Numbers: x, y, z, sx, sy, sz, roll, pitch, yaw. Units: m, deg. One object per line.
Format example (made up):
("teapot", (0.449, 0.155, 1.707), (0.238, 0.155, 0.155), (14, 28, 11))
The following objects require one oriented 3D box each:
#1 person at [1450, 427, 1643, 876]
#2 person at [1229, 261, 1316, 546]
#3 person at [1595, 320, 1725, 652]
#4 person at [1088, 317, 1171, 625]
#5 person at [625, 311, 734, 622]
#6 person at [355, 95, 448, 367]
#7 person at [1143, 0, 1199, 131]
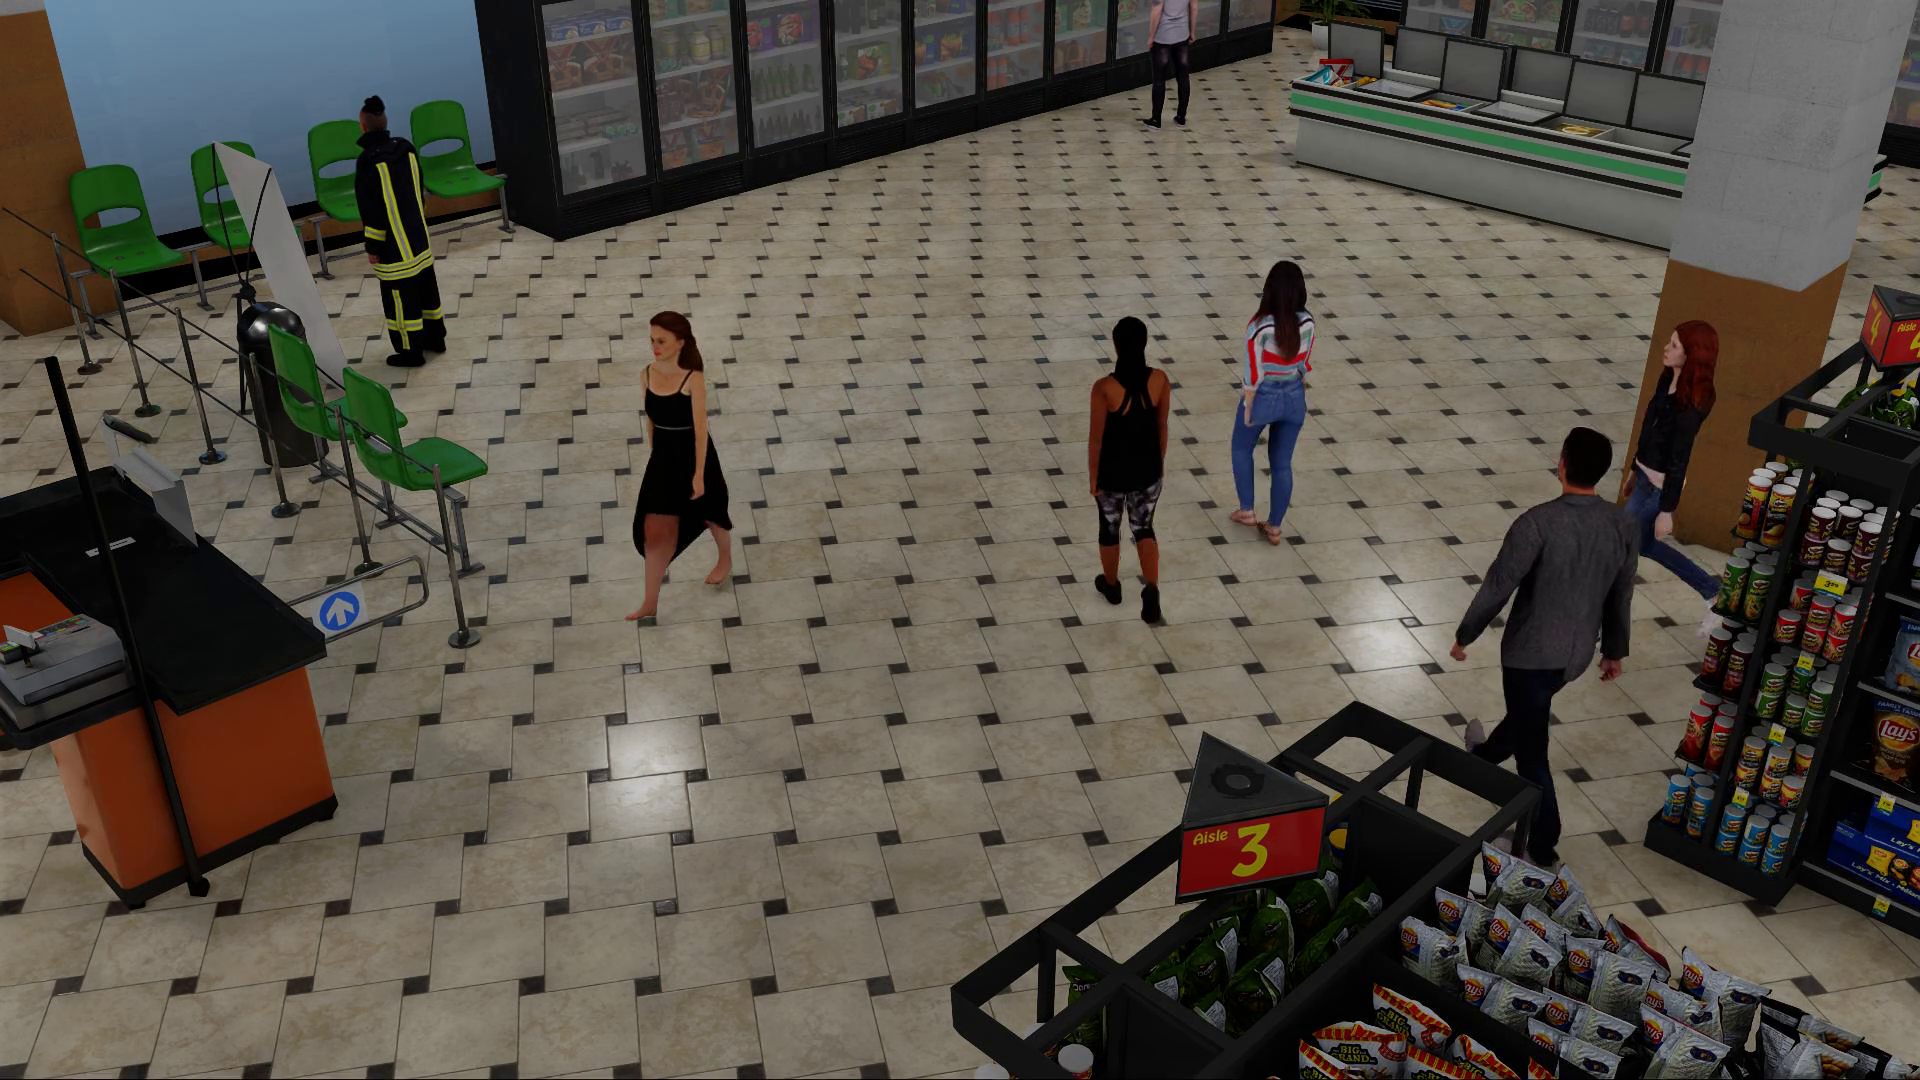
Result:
("person", (2.382, 0.511, 6.622), (1.194, 1.806, 1.341), (-8, 30, -14))
("person", (1.748, -0.712, 9.076), (0.718, 1.601, 0.762), (-6, 29, -10))
("person", (3.421, -0.212, 7.983), (1.177, 1.769, 0.978), (5, 29, 9))
("person", (0.868, -0.323, 8.319), (0.882, 1.644, 1.029), (-7, 29, -12))
("person", (-1.362, -0.407, 8.540), (1.083, 1.579, 0.907), (12, 31, 21))
("person", (-3.850, -2.110, 11.358), (0.847, 1.867, 0.860), (11, 30, 19))
("person", (2.141, -5.129, 16.918), (0.761, 1.837, 0.743), (-9, 30, -17))
